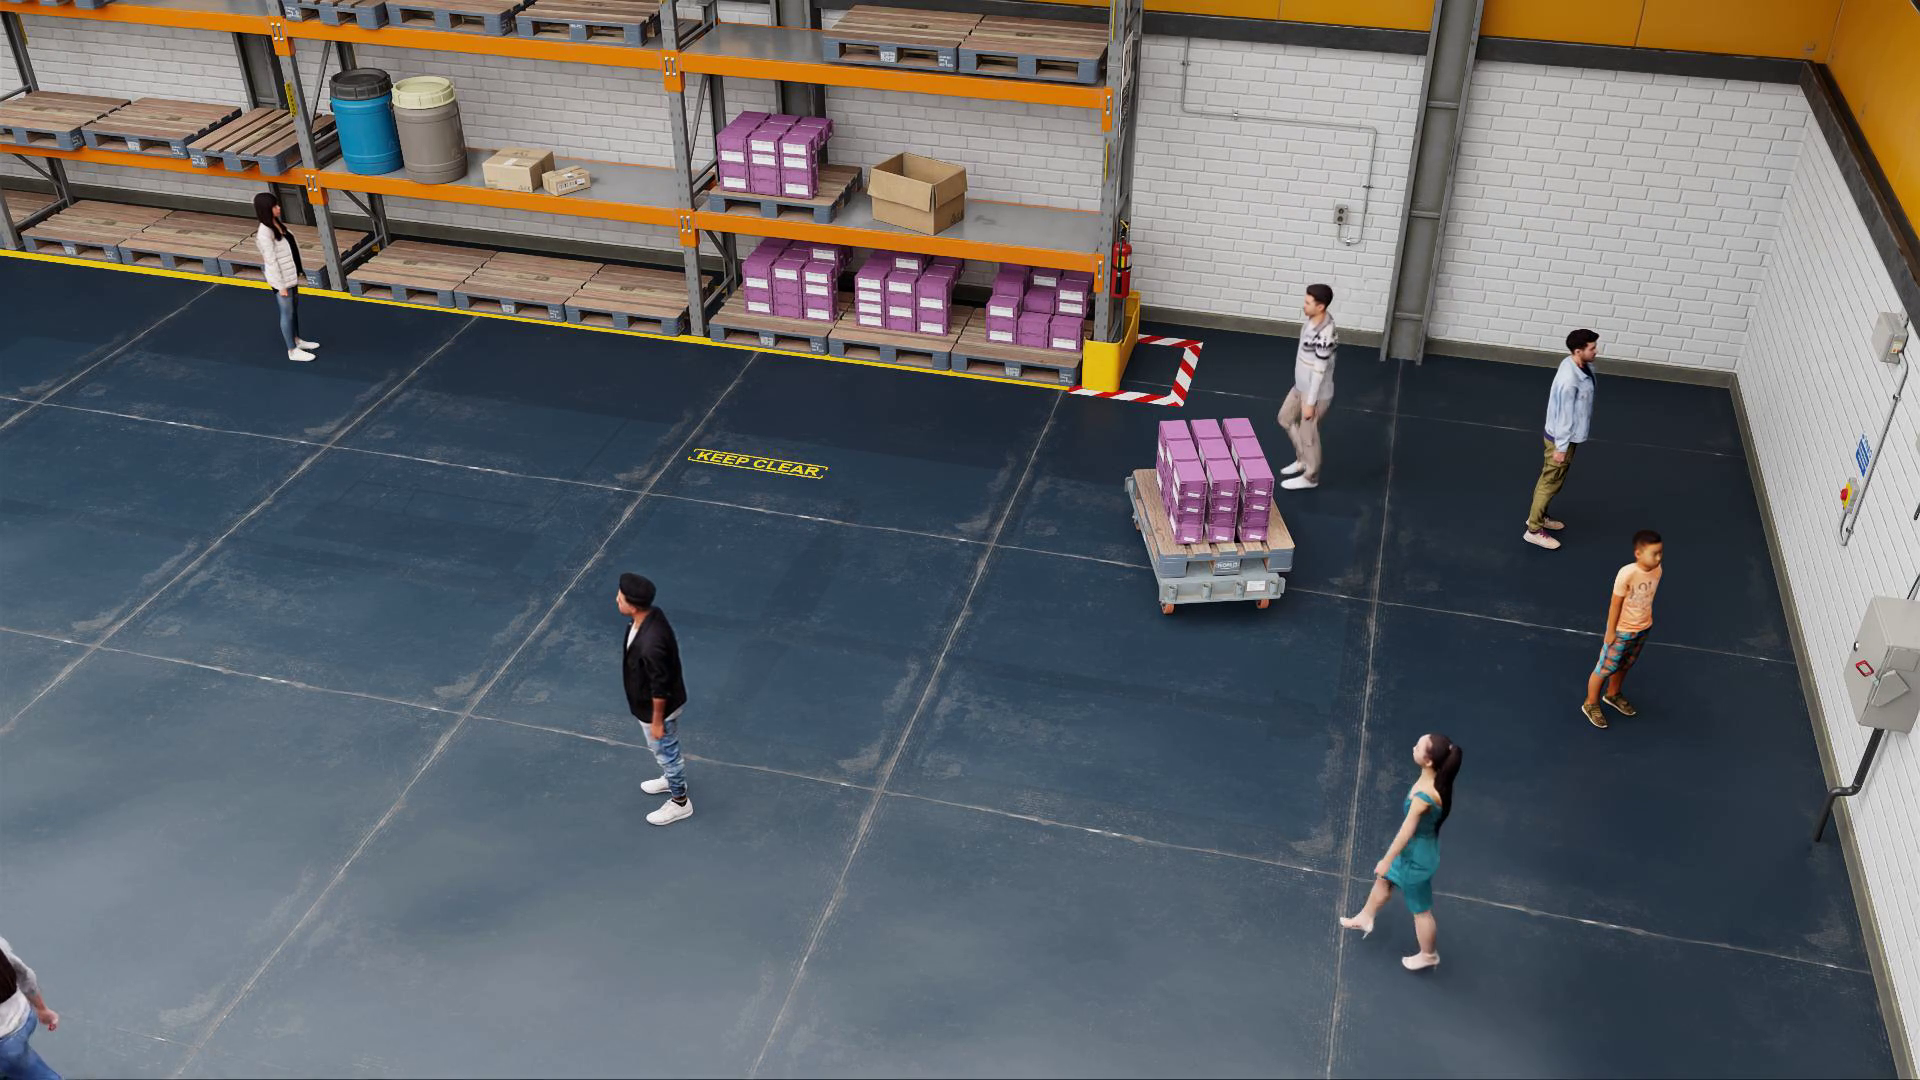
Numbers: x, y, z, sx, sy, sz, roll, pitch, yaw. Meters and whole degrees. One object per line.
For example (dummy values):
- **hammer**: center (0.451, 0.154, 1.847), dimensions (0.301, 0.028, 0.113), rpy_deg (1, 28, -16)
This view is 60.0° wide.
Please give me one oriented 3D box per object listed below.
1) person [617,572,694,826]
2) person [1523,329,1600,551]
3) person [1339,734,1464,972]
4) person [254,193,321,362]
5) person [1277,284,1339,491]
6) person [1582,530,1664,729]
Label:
- **person**: center (-1.865, 0.956, 10.247), dimensions (0.778, 1.809, 0.787), rpy_deg (-8, 34, -11)
- **person**: center (4.667, -0.809, 12.899), dimensions (0.612, 1.812, 0.708), rpy_deg (14, 36, 20)
- **person**: center (2.599, 1.769, 9.157), dimensions (0.901, 1.660, 0.702), rpy_deg (16, 37, 23)
- **person**: center (-6.339, -2.477, 15.567), dimensions (0.683, 1.637, 0.701), rpy_deg (-5, 34, -7)
- **person**: center (2.950, -1.233, 13.506), dimensions (0.707, 1.846, 0.776), rpy_deg (1, 34, 2)
- **person**: center (4.468, 0.568, 11.143), dimensions (0.598, 1.462, 0.663), rpy_deg (-16, 37, -23)
